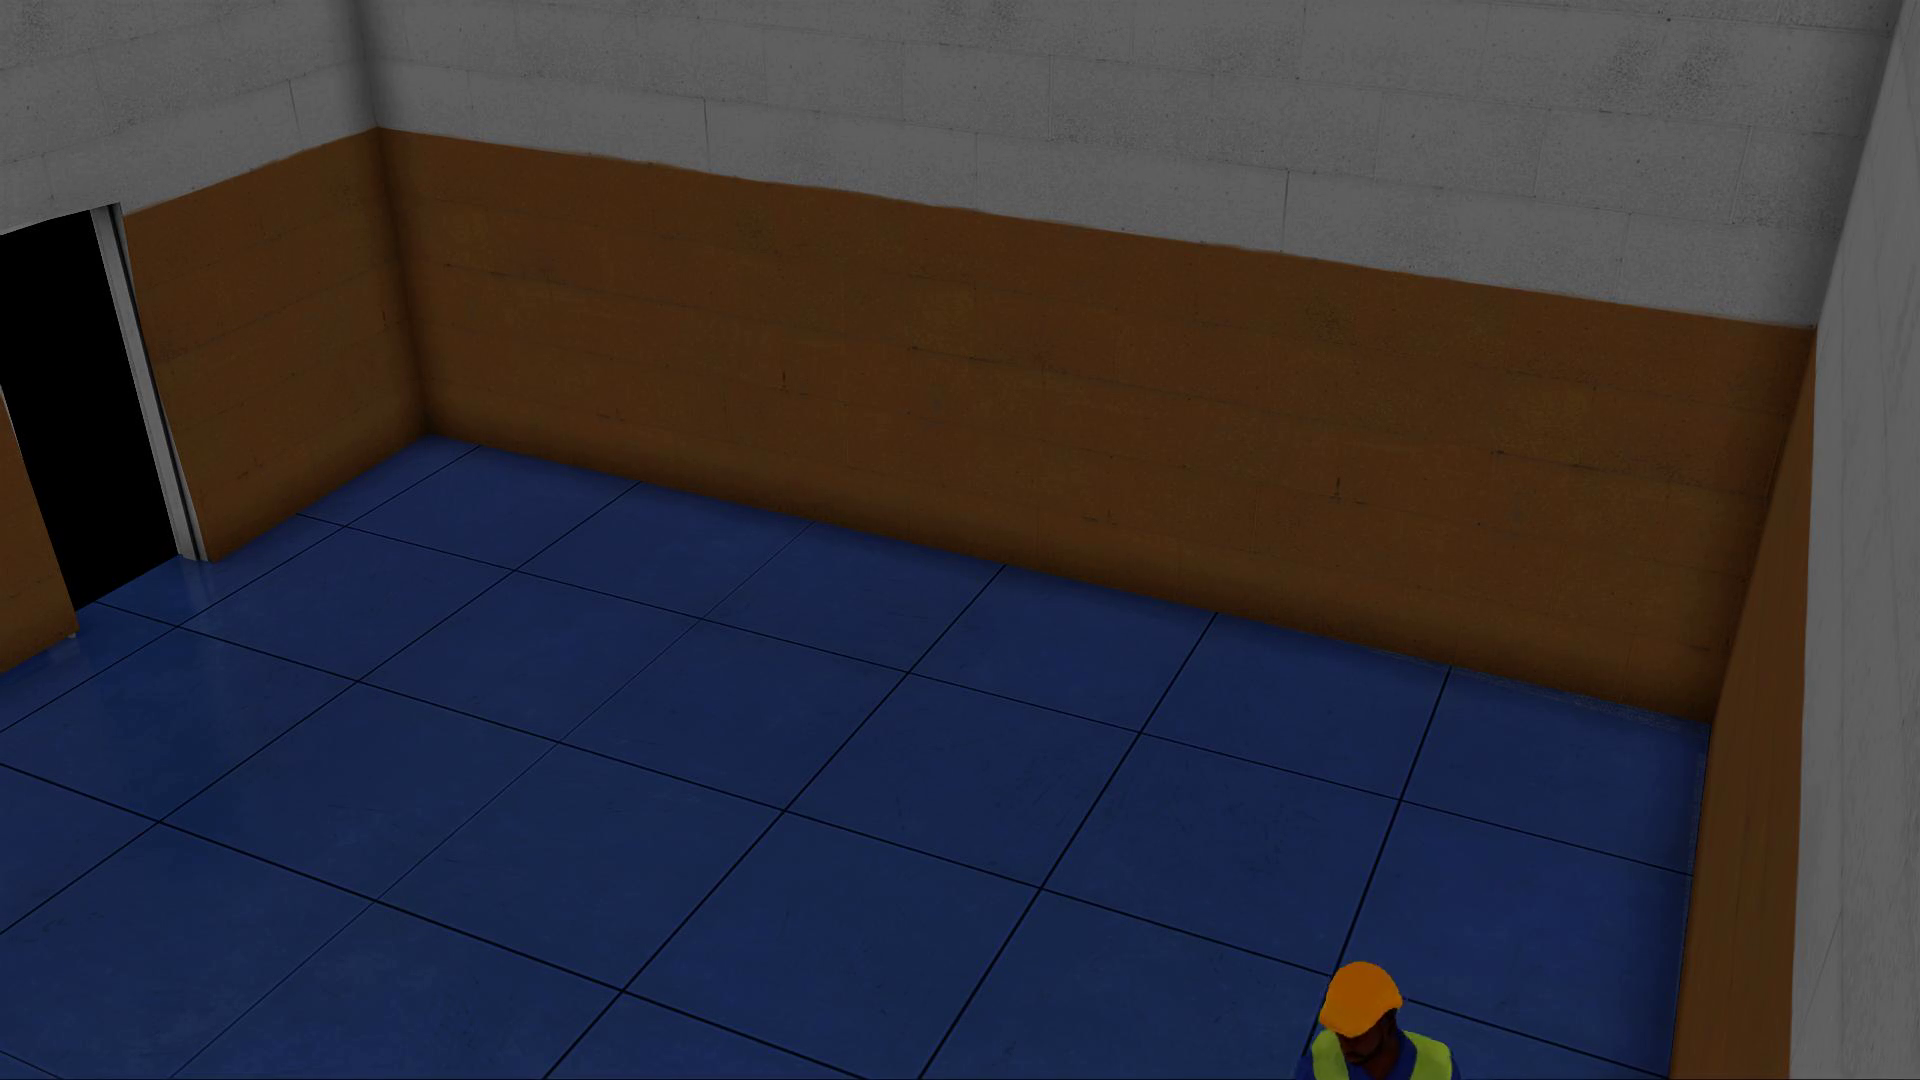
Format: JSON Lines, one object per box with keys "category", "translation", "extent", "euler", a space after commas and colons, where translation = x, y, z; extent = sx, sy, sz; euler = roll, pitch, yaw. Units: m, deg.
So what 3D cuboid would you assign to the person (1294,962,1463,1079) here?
{"category": "person", "translation": [1.250, 1.911, 5.031], "extent": [0.687, 1.772, 0.805], "euler": [1, 29, 1]}
